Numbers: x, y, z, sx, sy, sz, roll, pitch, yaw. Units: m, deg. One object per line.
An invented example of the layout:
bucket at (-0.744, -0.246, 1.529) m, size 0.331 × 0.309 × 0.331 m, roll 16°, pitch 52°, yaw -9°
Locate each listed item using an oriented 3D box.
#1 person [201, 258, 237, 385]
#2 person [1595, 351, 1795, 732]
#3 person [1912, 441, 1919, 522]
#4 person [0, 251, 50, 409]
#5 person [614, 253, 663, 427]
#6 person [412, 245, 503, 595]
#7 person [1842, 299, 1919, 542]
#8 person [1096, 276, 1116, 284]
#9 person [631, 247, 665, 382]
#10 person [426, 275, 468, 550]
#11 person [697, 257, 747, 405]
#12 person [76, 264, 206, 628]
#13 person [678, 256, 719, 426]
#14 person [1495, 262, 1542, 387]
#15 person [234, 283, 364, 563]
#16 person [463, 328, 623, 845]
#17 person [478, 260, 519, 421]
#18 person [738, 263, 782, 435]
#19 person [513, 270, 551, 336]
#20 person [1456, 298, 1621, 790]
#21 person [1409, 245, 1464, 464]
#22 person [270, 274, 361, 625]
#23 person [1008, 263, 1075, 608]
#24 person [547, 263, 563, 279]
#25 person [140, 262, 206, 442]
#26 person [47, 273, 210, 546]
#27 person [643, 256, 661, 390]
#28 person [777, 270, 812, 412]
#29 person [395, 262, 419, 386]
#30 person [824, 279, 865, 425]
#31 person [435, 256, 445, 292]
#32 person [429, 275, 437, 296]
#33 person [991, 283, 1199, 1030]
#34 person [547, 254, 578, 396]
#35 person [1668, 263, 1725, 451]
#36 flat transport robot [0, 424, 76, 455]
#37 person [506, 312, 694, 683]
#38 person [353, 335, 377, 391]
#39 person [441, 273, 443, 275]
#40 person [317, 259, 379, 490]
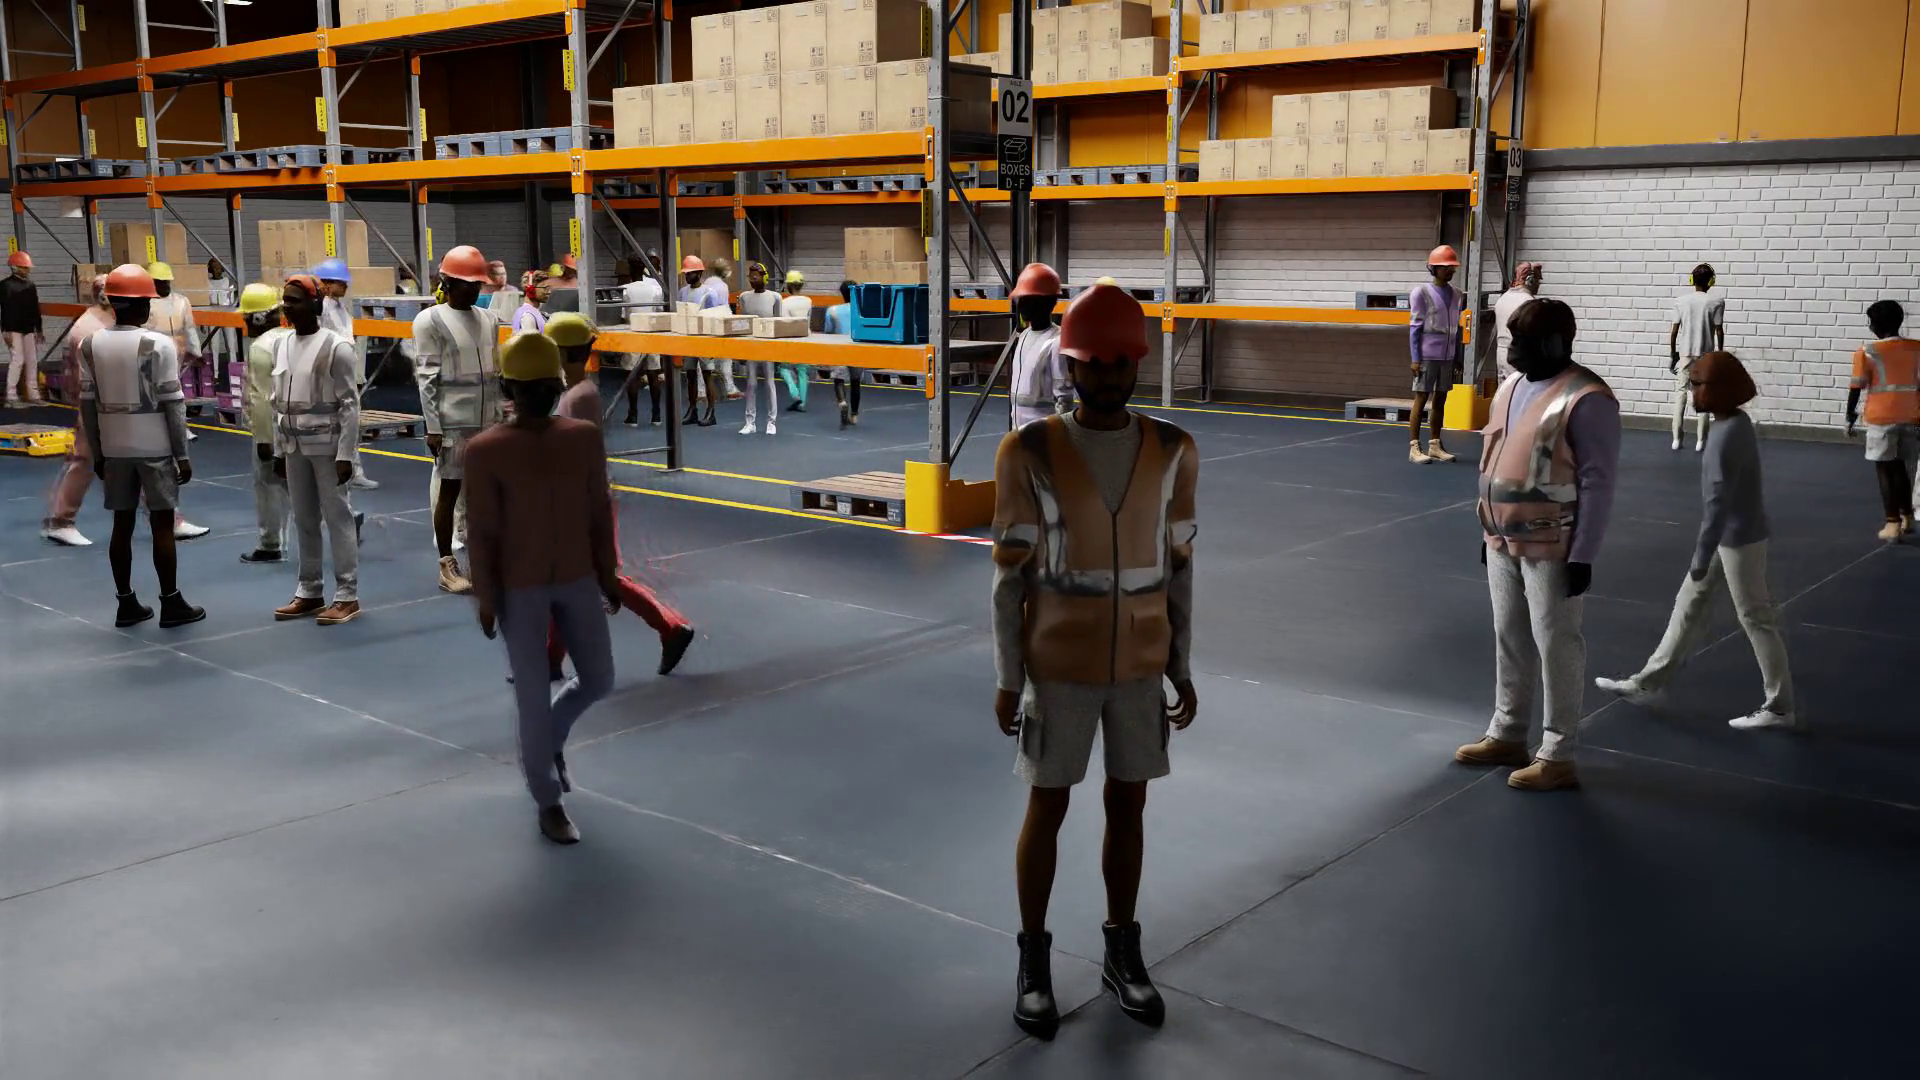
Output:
person at (-10.930, -3.224, 24.583) m, size 0.578 × 1.882 × 0.346 m, roll -3°, pitch 10°, yaw -16°
person at (3.133, 0.009, 6.987) m, size 0.877 × 1.580 × 0.519 m, roll 4°, pitch 11°, yaw 22°
person at (7.342, -0.942, 12.289) m, size 0.515 × 1.639 × 0.314 m, roll 1°, pitch 10°, yaw 6°
person at (-11.881, -2.662, 21.109) m, size 0.446 × 1.983 × 0.698 m, roll 1°, pitch 10°, yaw 8°
person at (-3.638, -2.270, 18.915) m, size 0.611 × 1.966 × 0.362 m, roll -5°, pitch 11°, yaw -25°
person at (-2.905, -0.707, 9.822) m, size 0.382 × 2.037 × 0.606 m, roll 6°, pitch 11°, yaw 29°
person at (6.448, -0.825, 11.519) m, size 0.550 × 1.658 × 0.491 m, roll 0°, pitch 10°, yaw 0°
person at (1.430, -1.738, 16.526) m, size 0.297 × 1.744 × 0.487 m, roll -4°, pitch 11°, yaw -23°
person at (-4.625, -3.414, 25.220) m, size 0.537 × 2.000 × 0.675 m, roll 7°, pitch 12°, yaw 34°
person at (-3.411, -0.873, 11.261) m, size 0.328 × 1.865 × 0.518 m, roll 4°, pitch 11°, yaw 23°
person at (-3.064, -2.715, 21.598) m, size 0.853 × 1.903 × 0.644 m, roll -4°, pitch 11°, yaw -22°
person at (-4.368, -0.493, 8.878) m, size 0.552 × 1.936 × 0.358 m, roll 1°, pitch 10°, yaw 6°
person at (-3.007, -2.259, 18.937) m, size 0.552 × 1.935 × 0.374 m, roll 5°, pitch 11°, yaw 29°
person at (5.182, -1.608, 15.367) m, size 0.400 × 1.895 × 0.651 m, roll -2°, pitch 10°, yaw -10°
person at (-4.275, -0.732, 10.635) m, size 0.701 × 1.807 × 0.597 m, roll 1°, pitch 10°, yaw 3°
person at (-1.448, 0.146, 5.744) m, size 0.549 × 1.752 × 0.469 m, roll -8°, pitch 13°, yaw -39°
person at (-5.273, -2.264, 19.112) m, size 0.789 × 1.885 × 0.668 m, roll 6°, pitch 12°, yaw 32°
person at (-2.173, -2.070, 18.076) m, size 0.518 × 1.865 × 0.330 m, roll 2°, pitch 10°, yaw 11°
person at (-3.474, -1.265, 13.536) m, size 0.374 × 1.843 × 0.574 m, roll -3°, pitch 10°, yaw -15°
person at (2.165, 0.014, 6.273) m, size 0.429 × 1.839 × 0.633 m, roll -3°, pitch 10°, yaw -17°
person at (4.501, -1.738, 15.665) m, size 0.605 × 2.045 × 0.378 m, roll -5°, pitch 11°, yaw -27°
person at (-3.498, -0.486, 8.992) m, size 0.575 × 1.884 × 0.355 m, roll 5°, pitch 11°, yaw 25°
person at (0.427, -0.560, 9.254) m, size 0.350 × 1.941 × 0.538 m, roll -5°, pitch 11°, yaw -27°
person at (-6.084, -3.238, 24.893) m, size 0.707 × 1.808 × 0.610 m, roll 6°, pitch 11°, yaw 29°
person at (-8.379, -1.988, 17.588) m, size 0.996 × 1.882 × 0.608 m, roll 7°, pitch 12°, yaw 35°
person at (-5.779, -0.876, 11.322) m, size 1.014 × 1.854 × 0.651 m, roll 0°, pitch 10°, yaw 1°
person at (-4.318, -3.079, 23.674) m, size 0.589 × 1.914 × 0.392 m, roll -5°, pitch 11°, yaw -25°
person at (-2.047, -2.443, 20.523) m, size 0.371 × 1.752 × 0.527 m, roll 10°, pitch 14°, yaw 44°
person at (-7.943, -3.128, 24.228) m, size 0.551 × 1.823 × 0.657 m, roll 5°, pitch 11°, yaw 28°
person at (-1.259, -2.110, 18.821) m, size 0.537 × 1.675 × 0.679 m, roll -1°, pitch 10°, yaw -7°
person at (-8.854, -4.003, 28.954) m, size 0.409 × 1.906 × 0.651 m, roll -9°, pitch 13°, yaw -40°
person at (-8.277, -3.341, 26.036) m, size 0.522 × 1.599 × 0.704 m, roll -2°, pitch 10°, yaw -9°
person at (0.360, 0.314, 4.291) m, size 0.552 × 1.935 × 0.374 m, roll -2°, pitch 10°, yaw -12°
person at (-5.315, -2.895, 22.563) m, size 0.638 × 1.931 × 0.965 m, roll -4°, pitch 11°, yaw -19°
person at (7.388, -1.828, 16.674) m, size 0.531 × 1.870 × 0.317 m, roll 7°, pitch 12°, yaw 36°
flat transport robot at (-9.295, -1.011, 16.574) m, size 1.431 × 0.197 × 0.652 m, roll 5°, pitch 11°, yaw 27°
person at (-1.694, -0.192, 7.732) m, size 0.804 × 1.739 × 0.520 m, roll -4°, pitch 11°, yaw -19°
person at (-8.568, -3.050, 23.738) m, size 0.403 × 1.834 × 0.588 m, roll -1°, pitch 10°, yaw -4°
person at (-6.095, -2.490, 20.418) m, size 1.028 × 1.883 × 0.556 m, roll 1°, pitch 10°, yaw 6°
person at (-5.240, -1.362, 13.829) m, size 0.652 × 1.931 × 0.627 m, roll 2°, pitch 10°, yaw 10°
